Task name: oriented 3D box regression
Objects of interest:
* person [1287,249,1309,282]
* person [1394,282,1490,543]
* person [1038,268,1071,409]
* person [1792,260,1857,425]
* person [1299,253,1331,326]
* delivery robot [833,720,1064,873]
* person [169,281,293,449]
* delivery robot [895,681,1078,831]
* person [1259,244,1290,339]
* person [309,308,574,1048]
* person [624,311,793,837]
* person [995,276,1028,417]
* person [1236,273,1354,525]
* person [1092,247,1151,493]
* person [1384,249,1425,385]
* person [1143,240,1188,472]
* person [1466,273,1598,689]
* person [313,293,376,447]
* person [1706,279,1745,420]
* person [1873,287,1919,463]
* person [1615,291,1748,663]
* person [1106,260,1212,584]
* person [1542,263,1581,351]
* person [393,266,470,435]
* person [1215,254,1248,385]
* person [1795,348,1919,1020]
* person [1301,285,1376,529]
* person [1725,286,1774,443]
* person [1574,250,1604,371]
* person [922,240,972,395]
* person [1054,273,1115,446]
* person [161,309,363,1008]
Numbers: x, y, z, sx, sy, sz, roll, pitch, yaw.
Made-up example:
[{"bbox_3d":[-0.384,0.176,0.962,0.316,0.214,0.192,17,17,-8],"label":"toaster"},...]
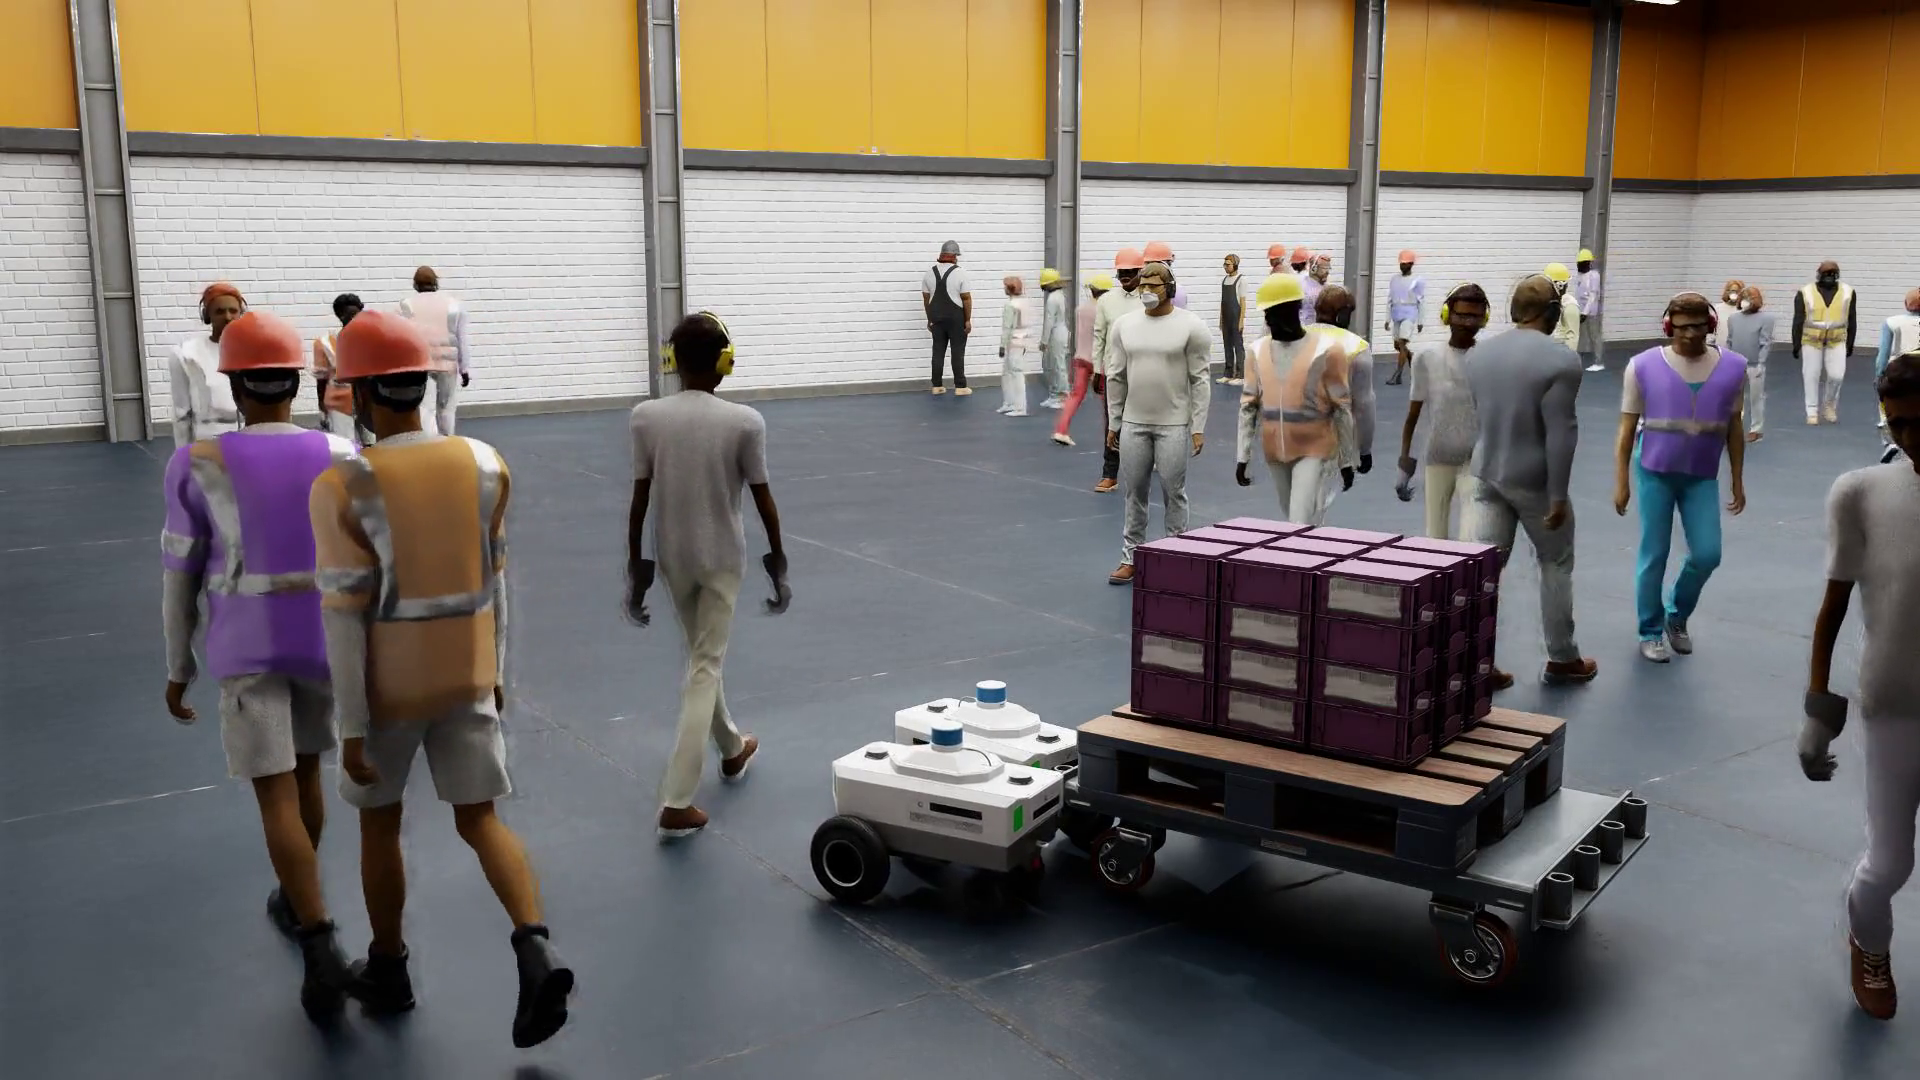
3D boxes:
[{"bbox_3d":[4.979,-3.265,24.199,0.428,1.892,0.641,6,12,30],"label":"person"},{"bbox_3d":[2.492,-0.372,8.428,0.575,1.849,0.398,5,11,23],"label":"person"},{"bbox_3d":[1.116,-2.418,20.068,0.533,1.697,0.546,2,10,9],"label":"person"},{"bbox_3d":[9.541,-2.172,18.391,0.650,1.826,0.434,4,11,20],"label":"person"},{"bbox_3d":[3.746,-2.055,17.519,0.407,1.905,0.638,9,13,39],"label":"person"},{"bbox_3d":[-0.039,0.813,5.235,0.707,0.478,0.477,6,12,28],"label":"delivery robot"},{"bbox_3d":[-3.924,-0.469,8.983,0.585,1.852,0.926,-8,13,-37],"label":"person"},{"bbox_3d":[0.105,0.726,5.708,0.707,0.478,0.477,10,14,43],"label":"delivery robot"},{"bbox_3d":[4.702,-3.404,24.744,0.666,1.956,0.652,-2,11,-13],"label":"person"},{"bbox_3d":[-1.332,0.370,4.237,0.543,1.907,0.859,-9,14,-42],"label":"person"},{"bbox_3d":[-0.897,0.092,5.996,0.551,1.813,0.999,2,11,13],"label":"person"},{"bbox_3d":[0.546,-2.239,19.264,0.560,1.619,0.540,4,11,19],"label":"person"},{"bbox_3d":[1.728,-0.455,8.805,0.615,1.875,0.946,9,14,41],"label":"person"},{"bbox_3d":[1.367,-1.368,13.493,0.622,1.993,0.382,4,11,20],"label":"person"},{"bbox_3d":[6.348,-3.164,23.570,0.828,1.916,0.540,-9,13,-40],"label":"person"},{"bbox_3d":[1.753,-1.622,14.758,0.397,2.043,0.610,-5,12,-27],"label":"person"},{"bbox_3d":[2.633,-0.260,7.665,0.867,1.899,0.638,-7,13,-35],"label":"person"},{"bbox_3d":[-4.463,-0.977,12.228,0.542,1.685,0.567,-5,11,-25],"label":"person"},{"bbox_3d":[8.340,-2.005,18.015,0.511,1.627,0.285,8,13,38],"label":"person"},{"bbox_3d":[8.518,-1.451,14.953,0.547,1.623,0.377,4,11,21],"label":"person"},{"bbox_3d":[3.500,-0.296,8.091,0.620,1.816,0.449,1,10,5],"label":"person"},{"bbox_3d":[1.162,-0.678,9.866,0.635,1.937,0.354,5,12,27],"label":"person"},{"bbox_3d":[5.632,-1.709,15.812,0.404,1.829,0.600,-1,10,-6],"label":"person"},{"bbox_3d":[-4.753,-1.535,14.905,0.654,1.806,0.865,-5,11,-25],"label":"person"},{"bbox_3d":[3.833,-3.098,23.415,0.332,1.841,0.505,-6,12,-32],"label":"person"},{"bbox_3d":[2.425,0.426,4.141,0.605,1.833,0.723,5,11,26],"label":"person"},{"bbox_3d":[2.117,-0.561,9.617,0.634,1.797,0.896,10,14,43],"label":"person"},{"bbox_3d":[7.856,-1.741,16.656,0.866,1.581,0.502,-8,13,-38],"label":"person"},{"bbox_3d":[9.586,-3.534,25.704,1.011,1.872,0.594,-3,11,-16],"label":"person"},{"bbox_3d":[-0.121,-2.941,21.995,0.688,2.000,0.536,5,12,27],"label":"person"},{"bbox_3d":[1.335,-1.786,16.553,0.902,1.722,0.526,-6,12,-30],"label":"person"},{"bbox_3d":[-1.878,0.313,4.624,0.567,1.893,0.989,-7,13,-35],"label":"person"}]
